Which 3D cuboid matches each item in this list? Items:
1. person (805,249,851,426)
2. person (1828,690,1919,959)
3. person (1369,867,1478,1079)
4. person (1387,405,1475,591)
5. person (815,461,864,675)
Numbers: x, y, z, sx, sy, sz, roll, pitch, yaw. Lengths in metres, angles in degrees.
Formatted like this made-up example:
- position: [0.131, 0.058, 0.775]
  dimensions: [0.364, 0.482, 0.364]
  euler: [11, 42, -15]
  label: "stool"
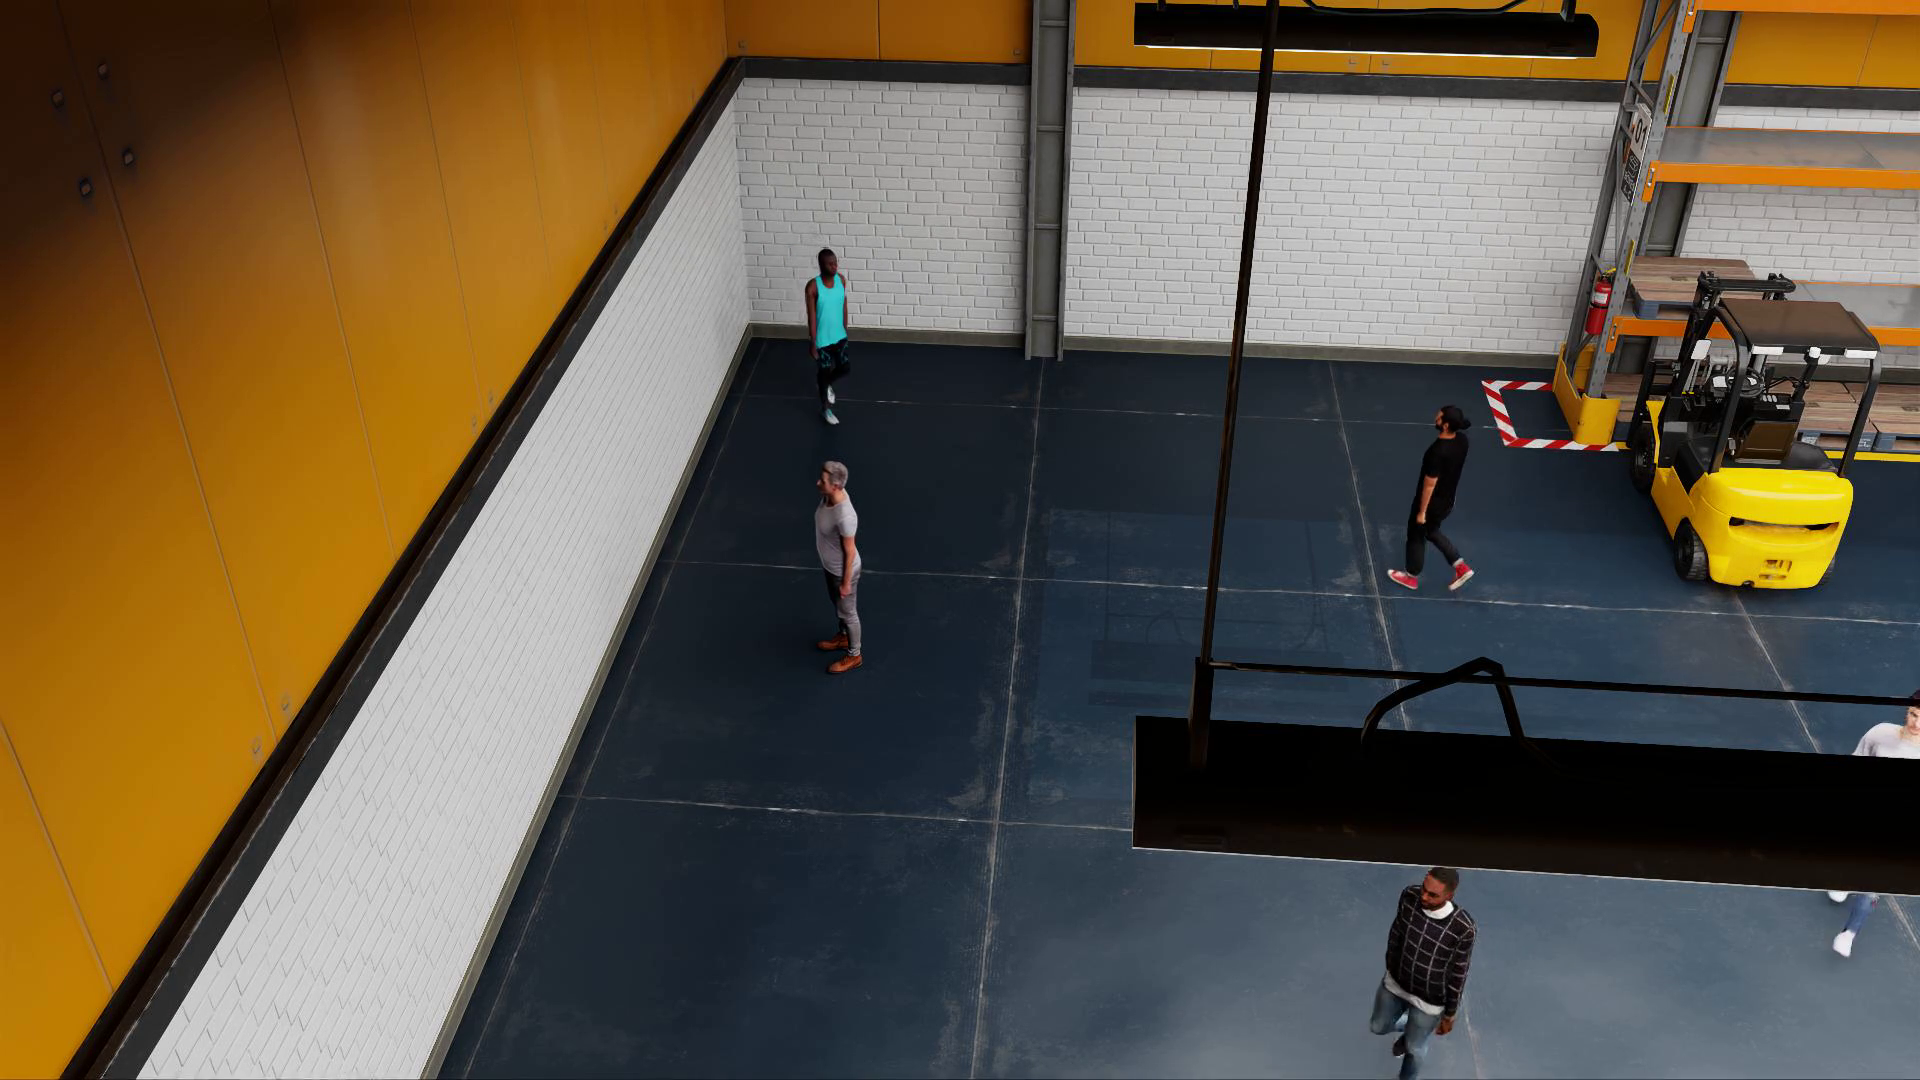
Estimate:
- position: [-1.321, -2.001, 16.061]
  dimensions: [0.847, 1.794, 0.903]
  euler: [-18, 38, -25]
  label: "person"
- position: [5.839, 1.669, 10.494]
  dimensions: [1.204, 1.844, 1.173]
  euler: [25, 41, 32]
  label: "person"
- position: [2.639, 2.462, 9.337]
  dimensions: [0.976, 1.805, 0.922]
  euler: [-28, 42, -35]
  label: "person"
- position: [3.927, -0.291, 13.536]
  dimensions: [1.045, 1.742, 0.939]
  euler: [26, 42, 34]
  label: "person"
- position: [-0.905, 0.181, 12.744]
  dimensions: [0.711, 1.831, 0.766]
  euler: [-9, 35, -14]
  label: "person"
